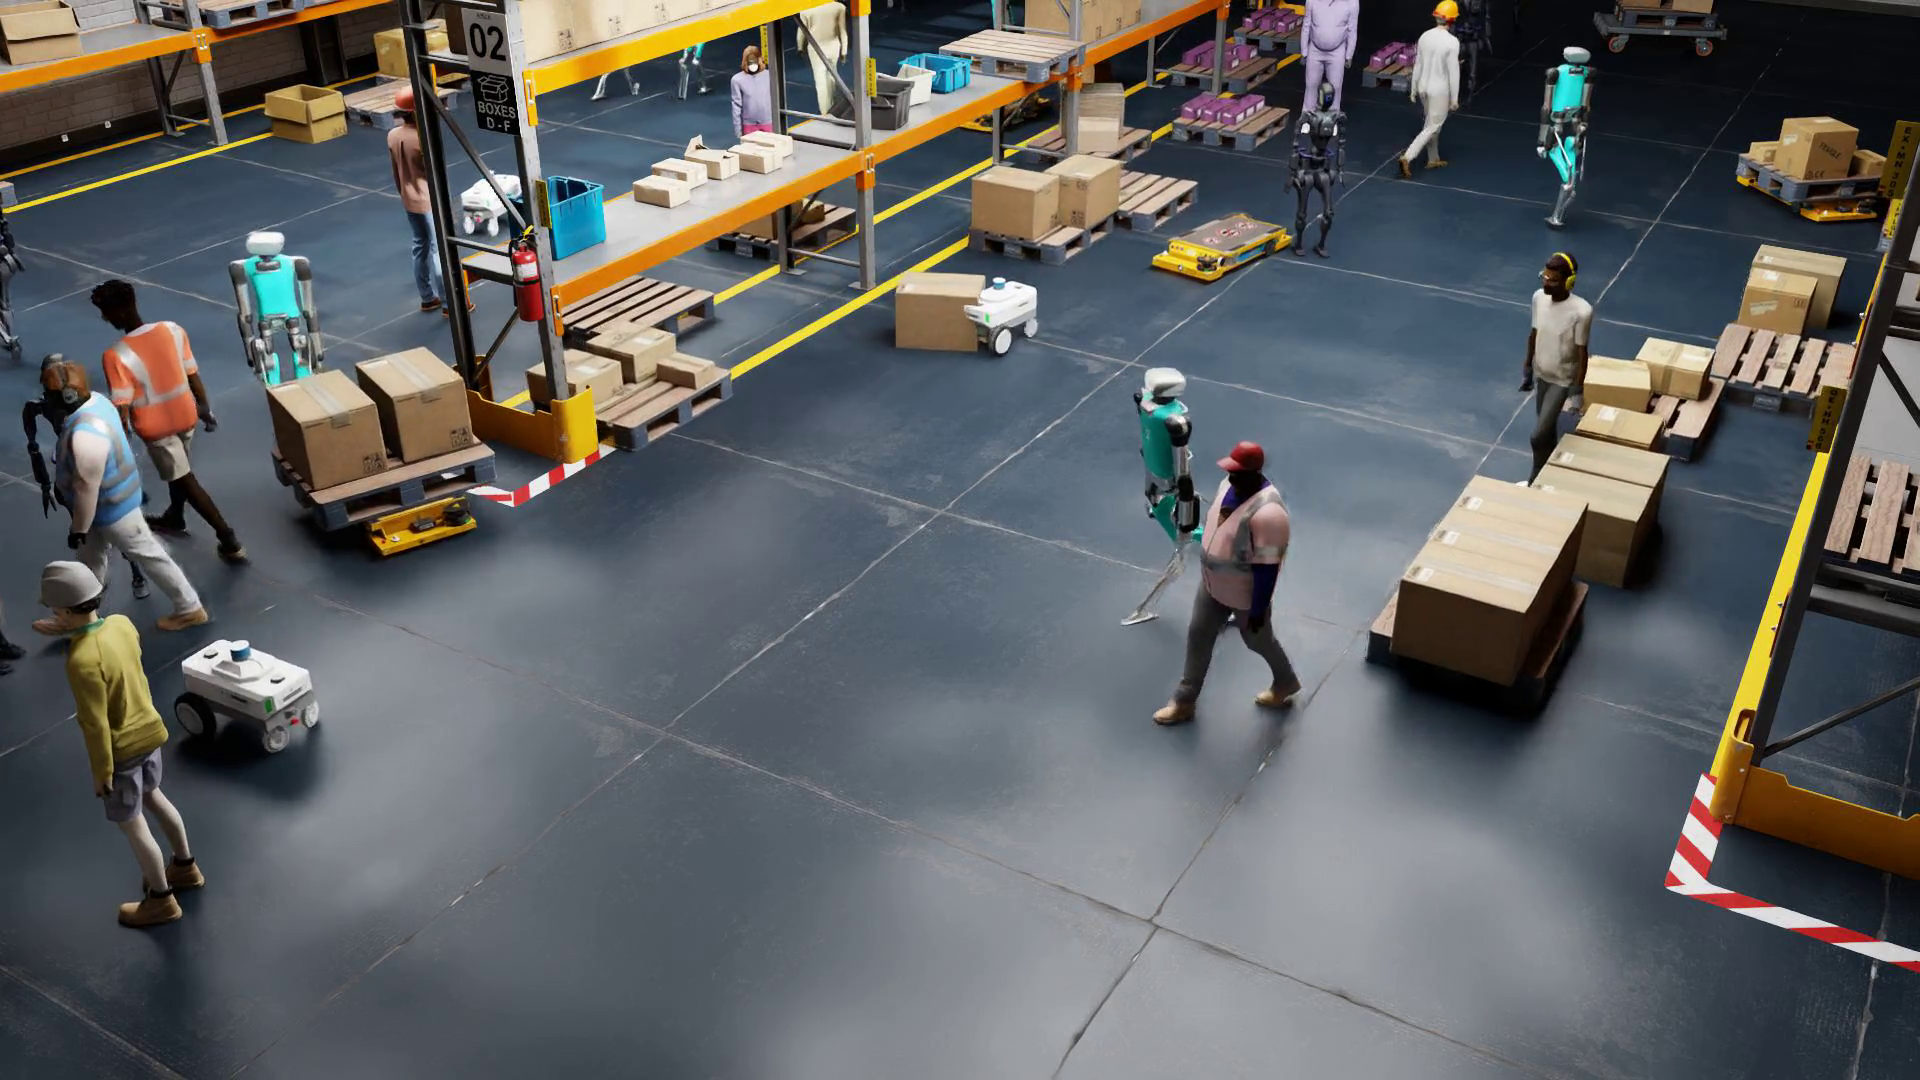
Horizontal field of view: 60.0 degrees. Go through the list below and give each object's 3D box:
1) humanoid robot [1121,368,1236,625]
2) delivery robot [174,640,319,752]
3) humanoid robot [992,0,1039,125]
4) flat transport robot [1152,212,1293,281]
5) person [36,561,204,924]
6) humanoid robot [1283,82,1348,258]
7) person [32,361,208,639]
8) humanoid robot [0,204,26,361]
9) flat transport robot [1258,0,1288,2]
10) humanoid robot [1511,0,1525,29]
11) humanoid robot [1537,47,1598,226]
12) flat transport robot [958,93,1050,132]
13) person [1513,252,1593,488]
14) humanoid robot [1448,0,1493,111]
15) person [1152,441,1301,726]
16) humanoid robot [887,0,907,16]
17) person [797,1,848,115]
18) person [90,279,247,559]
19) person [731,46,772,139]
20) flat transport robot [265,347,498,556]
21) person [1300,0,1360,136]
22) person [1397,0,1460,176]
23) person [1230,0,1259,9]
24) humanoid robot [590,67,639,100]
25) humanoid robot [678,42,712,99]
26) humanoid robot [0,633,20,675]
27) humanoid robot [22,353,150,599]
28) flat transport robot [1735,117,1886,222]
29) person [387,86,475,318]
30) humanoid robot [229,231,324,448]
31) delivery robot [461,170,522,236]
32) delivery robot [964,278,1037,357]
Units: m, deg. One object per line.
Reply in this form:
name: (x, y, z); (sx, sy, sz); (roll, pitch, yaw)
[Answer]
humanoid robot: (1.473, -0.238, 9.905); (0.926, 1.768, 0.544); (-11, 31, -18)
delivery robot: (-3.937, 0.820, 9.203); (0.768, 0.597, 0.524); (15, 33, 24)
humanoid robot: (0.774, -5.809, 19.725); (0.868, 1.769, 0.596); (-6, 30, -10)
flat transport robot: (2.529, -2.818, 15.926); (0.659, 0.231, 1.431); (24, 37, 36)
person: (-3.849, 0.929, 7.668); (0.412, 1.879, 0.487); (0, 29, 0)
humanoid robot: (3.359, -3.466, 15.634); (0.612, 1.647, 0.411); (-8, 30, -14)
person: (-5.076, -0.196, 9.739); (0.963, 1.791, 0.630); (-14, 32, -23)
humanoid robot: (-7.911, -2.269, 13.531); (0.533, 1.637, 0.595); (20, 35, 32)
flat transport robot: (4.618, -8.738, 26.400); (1.431, 0.231, 0.659); (21, 36, 32)
humanoid robot: (8.260, -8.329, 24.313); (0.583, 1.650, 0.772); (1, 29, 2)
humanoid robot: (5.989, -3.841, 16.267); (0.544, 1.803, 0.777); (-7, 30, -13)
flat transport robot: (0.466, -5.239, 20.210); (0.659, 0.231, 1.431); (17, 34, 27)
person: (3.962, -1.062, 11.237); (0.630, 1.834, 0.556); (-12, 32, -20)
humanoid robot: (6.209, -6.152, 20.416); (0.599, 1.639, 0.691); (-7, 30, -11)
person: (1.545, 0.228, 9.069); (0.887, 1.714, 0.624); (-13, 32, -22)
humanoid robot: (-0.928, -8.809, 25.103); (0.592, 1.646, 0.481); (-3, 30, -6)
person: (-1.656, -5.879, 19.869); (0.578, 1.712, 0.864); (-10, 31, -16)
person: (-5.081, -0.768, 10.645); (0.971, 1.908, 0.664); (11, 31, 19)
person: (-2.080, -4.260, 17.099); (0.505, 1.622, 0.295); (-6, 30, -11)
flat transport robot: (-3.950, -0.327, 11.520); (0.659, 0.231, 1.431); (-21, 35, -32)
person: (4.257, -5.661, 19.303); (0.643, 1.900, 0.402); (9, 31, 16)
person: (5.084, -4.849, 17.902); (0.837, 1.866, 0.570); (-18, 34, -29)
person: (4.408, -8.920, 25.249); (0.663, 1.715, 0.581); (-9, 31, -15)
humanoid robot: (-4.377, -6.325, 20.691); (0.559, 1.833, 0.892); (22, 36, 33)
humanoid robot: (-3.362, -6.375, 20.833); (0.550, 1.876, 0.826); (13, 32, 22)
humanoid robot: (-5.778, 0.010, 9.513); (0.424, 1.638, 0.599); (-1, 30, -3)
humanoid robot: (-5.311, -0.372, 10.154); (0.599, 1.657, 0.315); (-8, 30, -14)
flat transport robot: (8.838, -3.639, 17.379); (0.659, 0.231, 1.431); (-5, 30, -9)
person: (-4.591, -2.901, 14.321); (0.610, 1.995, 0.376); (20, 35, 31)
humanoid robot: (-4.699, -1.184, 11.581); (0.550, 1.824, 0.724); (-8, 30, -13)
delivery robot: (-4.678, -3.411, 16.689); (0.499, 0.598, 0.789); (8, 30, 13)
delivery robot: (0.314, -1.902, 14.026); (0.499, 0.606, 0.807); (23, 36, 34)
